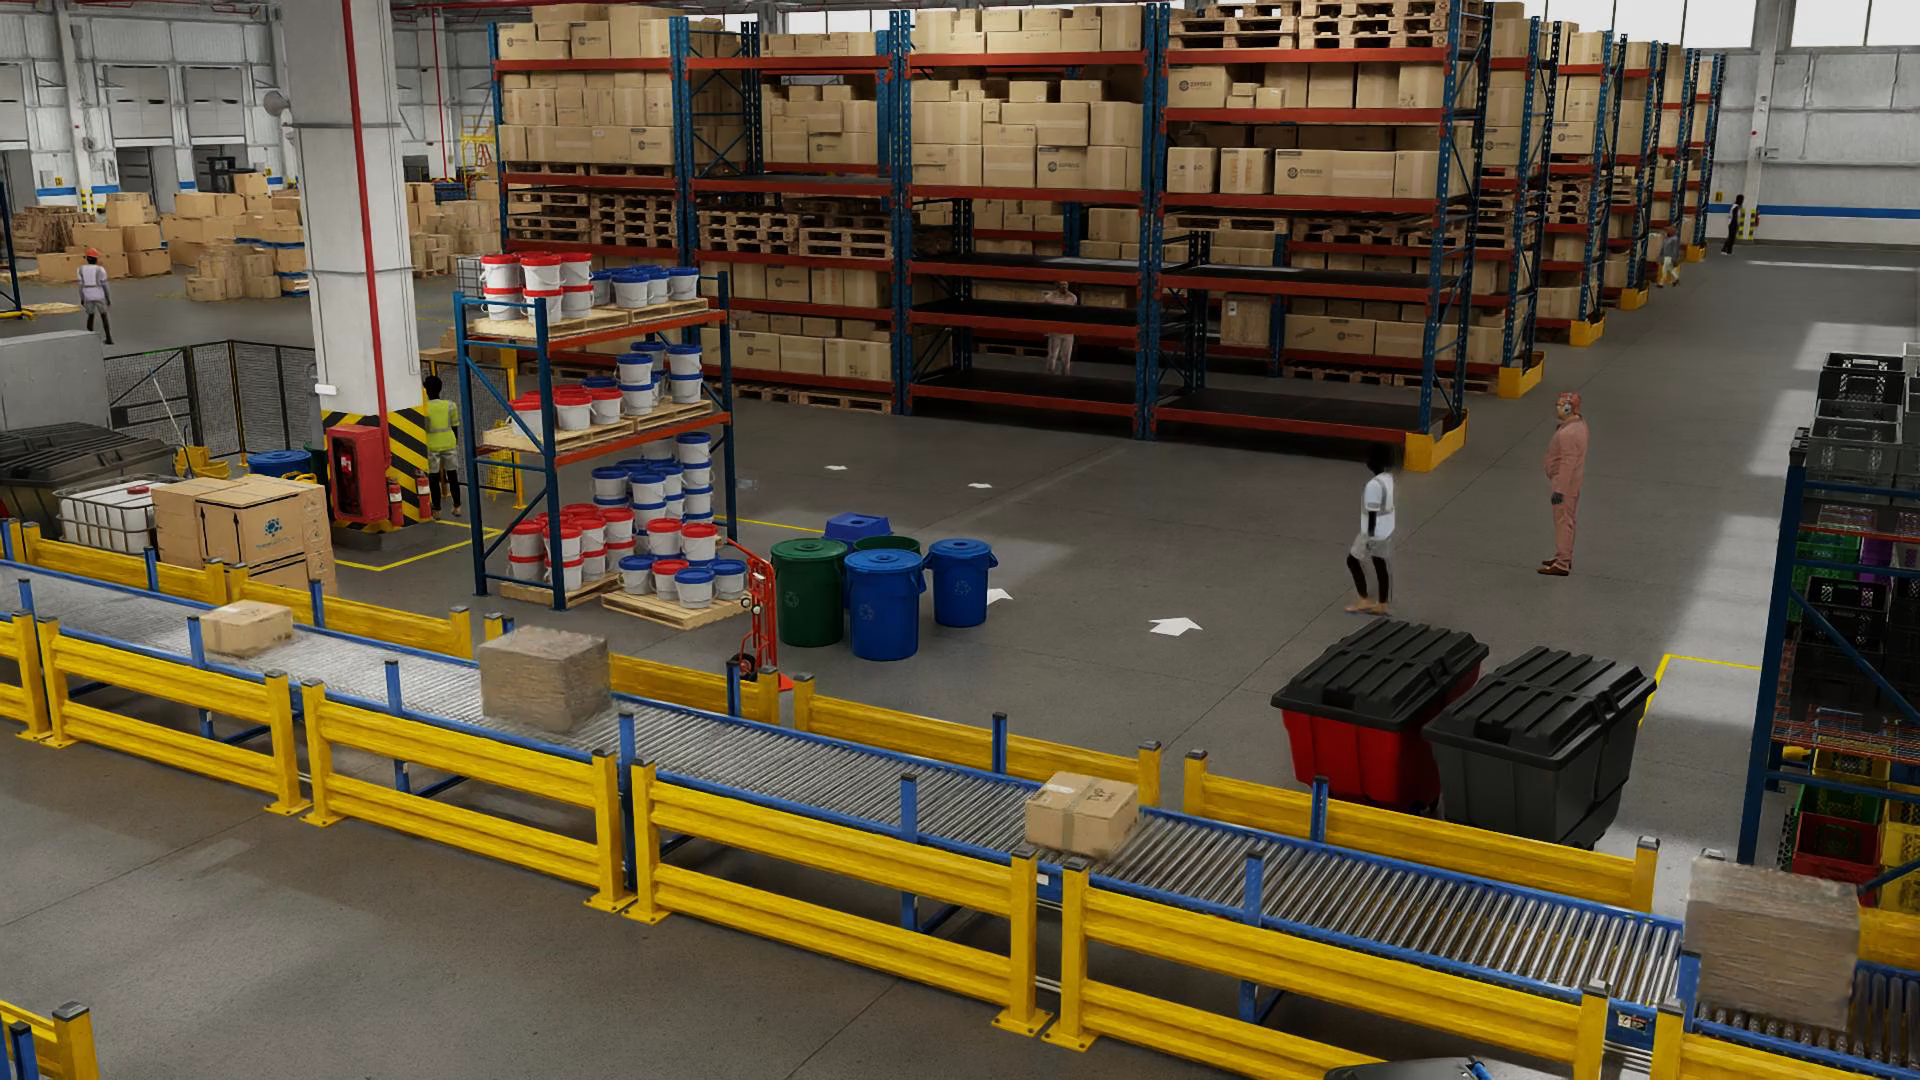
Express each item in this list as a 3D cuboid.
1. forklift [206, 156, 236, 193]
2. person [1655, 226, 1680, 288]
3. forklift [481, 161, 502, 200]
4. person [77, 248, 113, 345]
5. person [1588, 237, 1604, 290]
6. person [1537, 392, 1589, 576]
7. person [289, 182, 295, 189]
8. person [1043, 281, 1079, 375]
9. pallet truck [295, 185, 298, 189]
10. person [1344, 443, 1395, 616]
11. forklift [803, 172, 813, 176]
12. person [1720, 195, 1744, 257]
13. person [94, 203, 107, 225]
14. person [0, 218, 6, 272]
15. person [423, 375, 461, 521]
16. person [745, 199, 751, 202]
[{"bbox_3d":[-25.681,-11.975,58.117,1.873,2.768,1.129,8,17,28],"label":"forklift"},{"bbox_3d":[18.450,-7.355,43.189,0.713,1.603,0.505,-1,15,-5],"label":"person"},{"bbox_3d":[-17.525,-13.636,64.361,1.873,2.768,1.129,0,15,1],"label":"forklift"},{"bbox_3d":[-17.257,-4.854,33.174,0.573,1.929,0.395,-1,15,-4],"label":"person"},{"bbox_3d":[13.407,-5.528,35.573,0.609,2.014,0.824,0,15,-2],"label":"person"},{"bbox_3d":[6.214,-0.582,17.154,0.399,1.909,0.642,8,17,28],"label":"person"},{"bbox_3d":[-23.607,-11.677,58.850,0.632,1.919,0.713,3,15,10],"label":"person"},{"bbox_3d":[1.722,-3.513,28.171,0.654,1.906,0.407,-7,16,-23],"label":"person"},{"bbox_3d":[-26.804,-14.617,69.738,1.885,1.965,0.823,-14,20,-42],"label":"pallet truck"},{"bbox_3d":[3.881,-0.097,15.758,0.521,1.673,0.548,9,17,30],"label":"person"},{"bbox_3d":[-5.638,-13.031,62.087,1.873,2.768,1.129,-3,15,-11],"label":"forklift"},{"bbox_3d":[24.063,-9.783,51.817,0.544,1.879,0.794,5,16,19],"label":"person"},{"bbox_3d":[-26.297,-9.518,51.155,0.490,1.699,0.908,3,15,9],"label":"person"},{"bbox_3d":[-27.313,-8.480,46.983,0.566,1.826,0.500,-1,15,-3],"label":"person"},{"bbox_3d":[-6.084,-1.073,19.399,0.529,1.697,0.321,-12,19,-38],"label":"person"},{"bbox_3d":[-6.446,-9.523,50.870,0.611,1.864,1.037,3,15,11],"label":"person"}]
